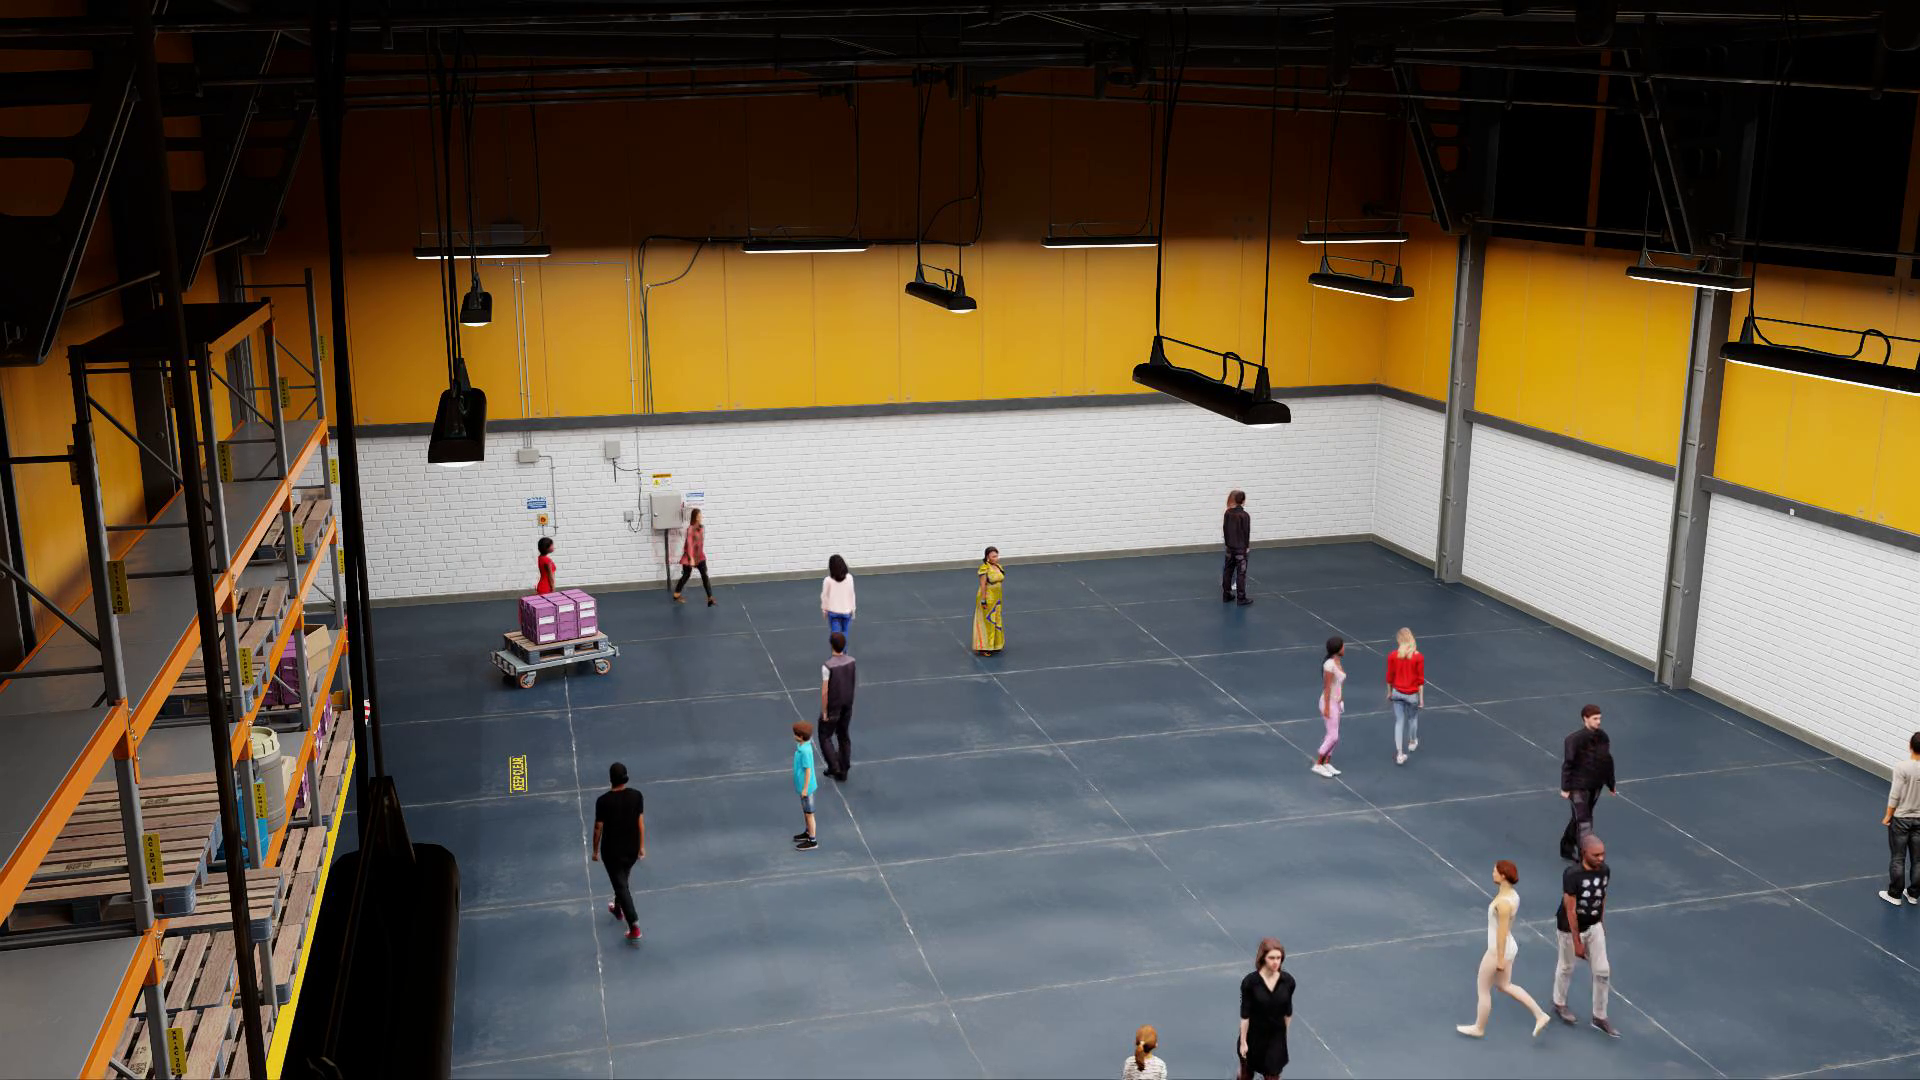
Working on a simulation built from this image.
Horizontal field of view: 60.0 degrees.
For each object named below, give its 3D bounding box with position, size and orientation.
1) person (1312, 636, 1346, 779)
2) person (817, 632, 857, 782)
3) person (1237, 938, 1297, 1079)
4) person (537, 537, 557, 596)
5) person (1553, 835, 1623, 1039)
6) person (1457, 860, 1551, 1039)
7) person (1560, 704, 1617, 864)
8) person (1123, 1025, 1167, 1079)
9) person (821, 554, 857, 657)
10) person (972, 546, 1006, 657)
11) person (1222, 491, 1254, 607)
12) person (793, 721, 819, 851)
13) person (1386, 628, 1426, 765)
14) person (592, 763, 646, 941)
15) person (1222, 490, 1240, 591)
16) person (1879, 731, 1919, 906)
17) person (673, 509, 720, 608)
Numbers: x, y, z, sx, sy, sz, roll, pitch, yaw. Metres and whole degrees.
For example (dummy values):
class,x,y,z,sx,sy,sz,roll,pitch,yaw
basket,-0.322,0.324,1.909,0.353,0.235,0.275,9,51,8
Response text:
class,x,y,z,sx,sy,sz,roll,pitch,yaw
person,4.466,2.018,20.270,0.794,1.731,0.714,9,16,31
person,-1.417,2.030,19.996,0.746,1.836,0.738,-9,17,-34
person,2.314,3.838,12.862,0.723,1.680,1.032,-1,14,-5
person,-6.327,0.827,25.191,0.742,1.730,0.742,-8,16,-29
person,5.359,3.378,14.545,0.645,1.782,0.897,-4,14,-16
person,4.722,3.539,14.220,0.990,1.622,0.966,6,15,23
person,6.577,2.599,17.697,0.873,1.811,1.043,-8,16,-30
person,1.329,4.202,12.149,0.589,1.309,0.664,1,14,4
person,-1.733,1.111,24.014,0.673,1.732,1.034,-3,14,-12
person,0.459,0.895,25.060,1.041,1.658,0.998,9,16,33
person,4.626,0.117,27.717,0.837,1.920,0.699,-12,18,-40
person,-1.676,2.660,18.219,0.600,1.448,0.454,-2,14,-9
person,5.488,1.966,20.614,0.993,1.670,1.084,7,15,26
person,-3.256,3.033,16.079,0.917,1.730,1.223,-10,17,-34
person,4.694,-0.019,28.699,0.655,1.722,0.454,-3,14,-13
person,9.623,2.809,16.832,0.714,1.811,0.633,0,14,0
person,-4.466,0.307,27.510,1.189,1.649,1.109,7,15,26
